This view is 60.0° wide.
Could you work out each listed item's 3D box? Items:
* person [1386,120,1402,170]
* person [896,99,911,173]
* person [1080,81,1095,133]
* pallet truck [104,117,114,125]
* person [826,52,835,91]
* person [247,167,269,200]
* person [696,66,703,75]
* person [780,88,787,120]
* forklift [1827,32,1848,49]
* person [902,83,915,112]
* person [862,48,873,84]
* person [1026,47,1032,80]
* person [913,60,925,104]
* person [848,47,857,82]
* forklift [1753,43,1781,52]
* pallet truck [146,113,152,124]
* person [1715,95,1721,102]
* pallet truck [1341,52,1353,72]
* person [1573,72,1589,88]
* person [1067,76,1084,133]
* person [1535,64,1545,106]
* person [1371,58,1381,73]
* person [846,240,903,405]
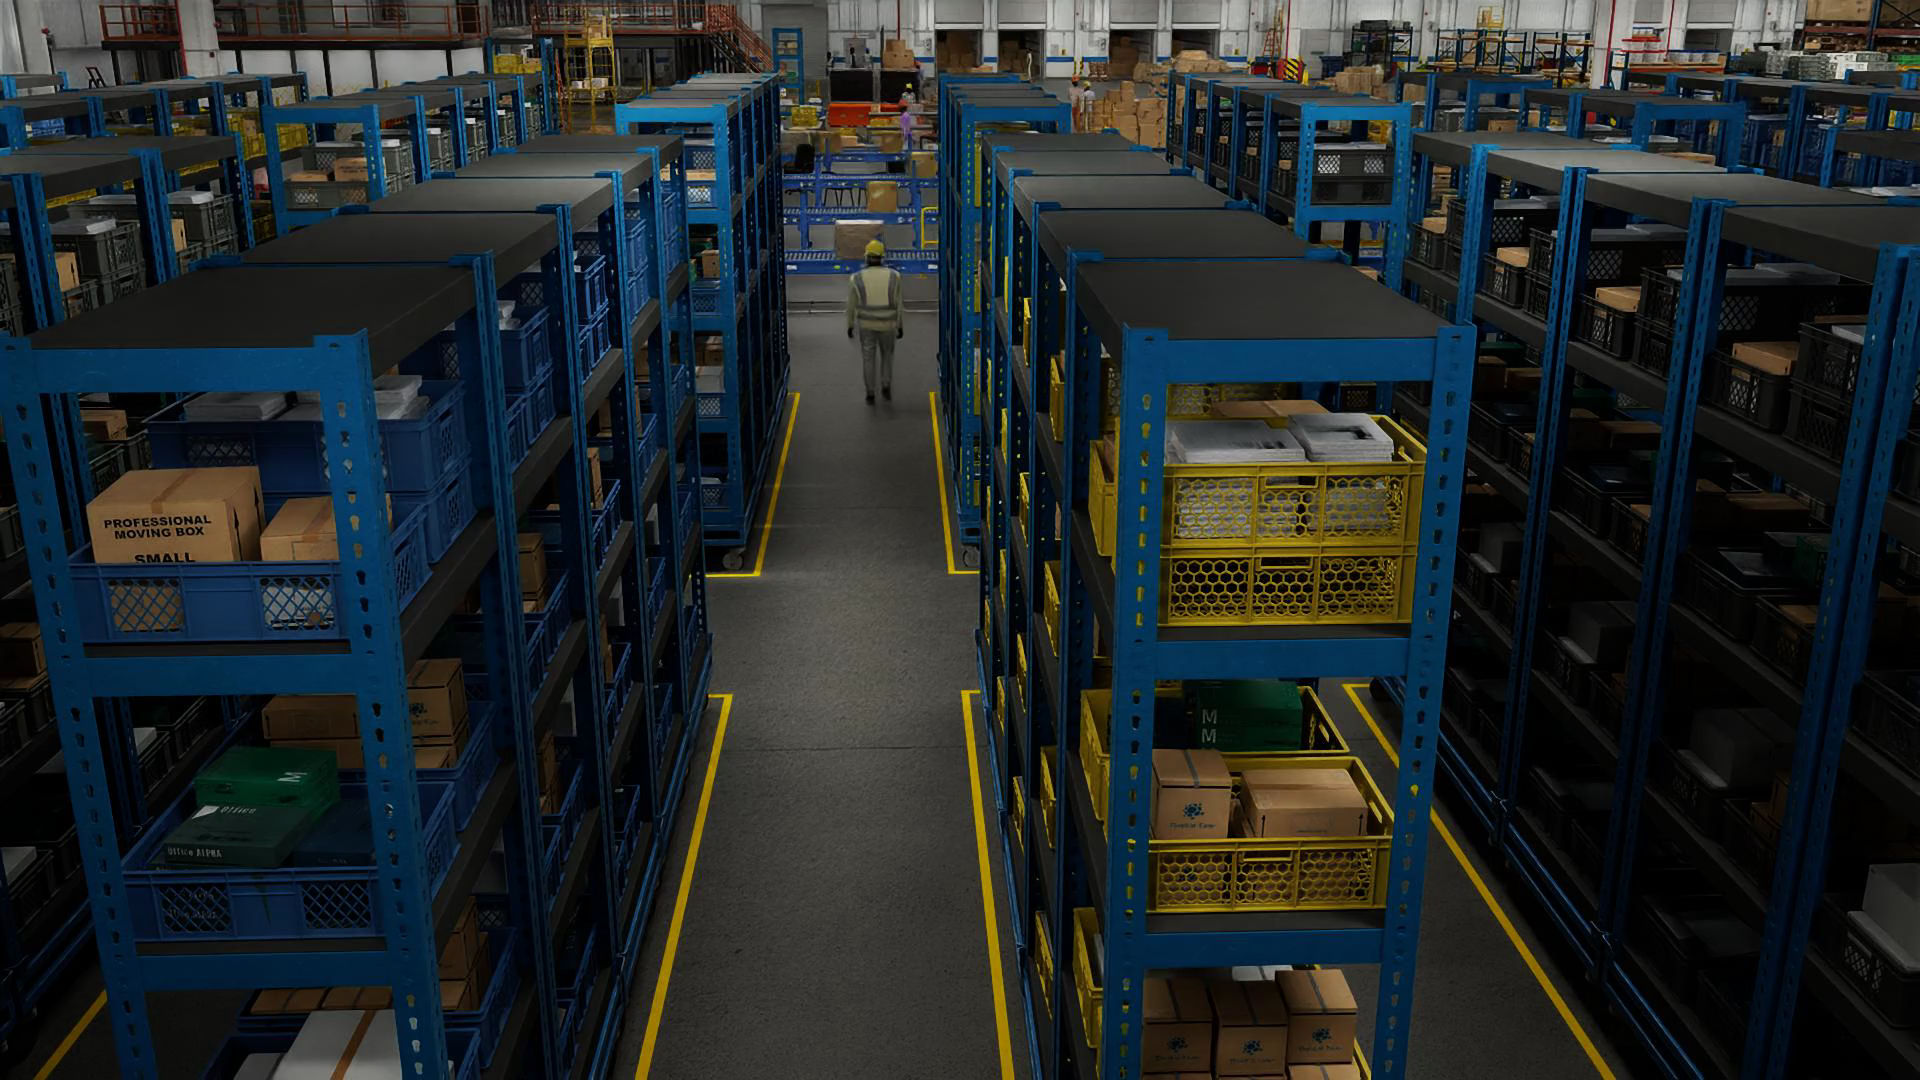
[{"bbox_3d":[11.112,-10.044,41.996,0.658,1.860,1.008,1,18,4],"label":"person"},{"bbox_3d":[-1.362,-10.437,43.101,0.681,1.922,0.547,2,18,7],"label":"person"},{"bbox_3d":[4.146,-14.093,54.551,0.602,1.830,0.404,-15,23,-39],"label":"person"},{"bbox_3d":[-18.367,-7.885,35.078,1.885,1.965,0.823,1,18,2],"label":"pallet truck"},{"bbox_3d":[-6.580,-23.771,84.381,0.384,1.913,0.593,-16,24,-40],"label":"person"},{"bbox_3d":[-13.625,-6.938,32.515,0.523,1.769,0.321,0,18,0],"label":"person"},{"bbox_3d":[-10.708,-18.517,68.270,0.801,1.827,0.519,-16,24,-41],"label":"person"},{"bbox_3d":[-6.810,-16.909,63.178,0.356,1.887,0.572,12,22,34],"label":"person"},{"bbox_3d":[46.023,-25.321,87.619,1.129,2.768,1.873,-1,18,-2],"label":"forklift"},{"bbox_3d":[-1.702,-14.354,55.508,0.488,1.741,0.316,-7,19,-22],"label":"person"},{"bbox_3d":[-5.086,-26.059,91.422,0.611,1.931,0.481,0,18,-1],"label":"person"},{"bbox_3d":[3.905,-27.070,94.659,0.325,1.865,0.516,3,18,8],"label":"person"},{"bbox_3d":[-1.786,-19.949,72.544,0.548,1.917,0.636,6,19,19],"label":"person"},{"bbox_3d":[-6.054,-26.602,93.138,0.537,1.904,0.619,-5,19,-15],"label":"person"},{"bbox_3d":[31.161,-17.893,64.634,1.129,2.768,1.873,-1,18,-2],"label":"forklift"},{"bbox_3d":[-18.087,-8.309,36.390,1.885,1.965,0.823,-1,18,-4],"label":"pallet truck"},{"bbox_3d":[21.696,-11.858,47.740,0.526,1.769,0.328,-14,23,-38],"label":"person"},{"bbox_3d":[18.794,-23.123,82.231,0.823,1.965,1.885,-13,22,-35],"label":"pallet truck"},{"bbox_3d":[22.103,-15.675,59.261,0.630,1.944,0.448,-2,18,-6],"label":"person"},{"bbox_3d":[3.849,-14.516,55.662,0.625,1.950,0.898,7,19,20],"label":"person"},{"bbox_3d":[24.100,-18.865,69.285,0.531,1.859,0.332,-9,20,-26],"label":"person"},{"bbox_3d":[19.437,-21.582,77.687,0.764,1.860,0.587,-9,20,-25],"label":"person"},{"bbox_3d":[-0.942,-2.403,18.393,0.620,1.812,0.460,-2,18,-7],"label":"person"}]
